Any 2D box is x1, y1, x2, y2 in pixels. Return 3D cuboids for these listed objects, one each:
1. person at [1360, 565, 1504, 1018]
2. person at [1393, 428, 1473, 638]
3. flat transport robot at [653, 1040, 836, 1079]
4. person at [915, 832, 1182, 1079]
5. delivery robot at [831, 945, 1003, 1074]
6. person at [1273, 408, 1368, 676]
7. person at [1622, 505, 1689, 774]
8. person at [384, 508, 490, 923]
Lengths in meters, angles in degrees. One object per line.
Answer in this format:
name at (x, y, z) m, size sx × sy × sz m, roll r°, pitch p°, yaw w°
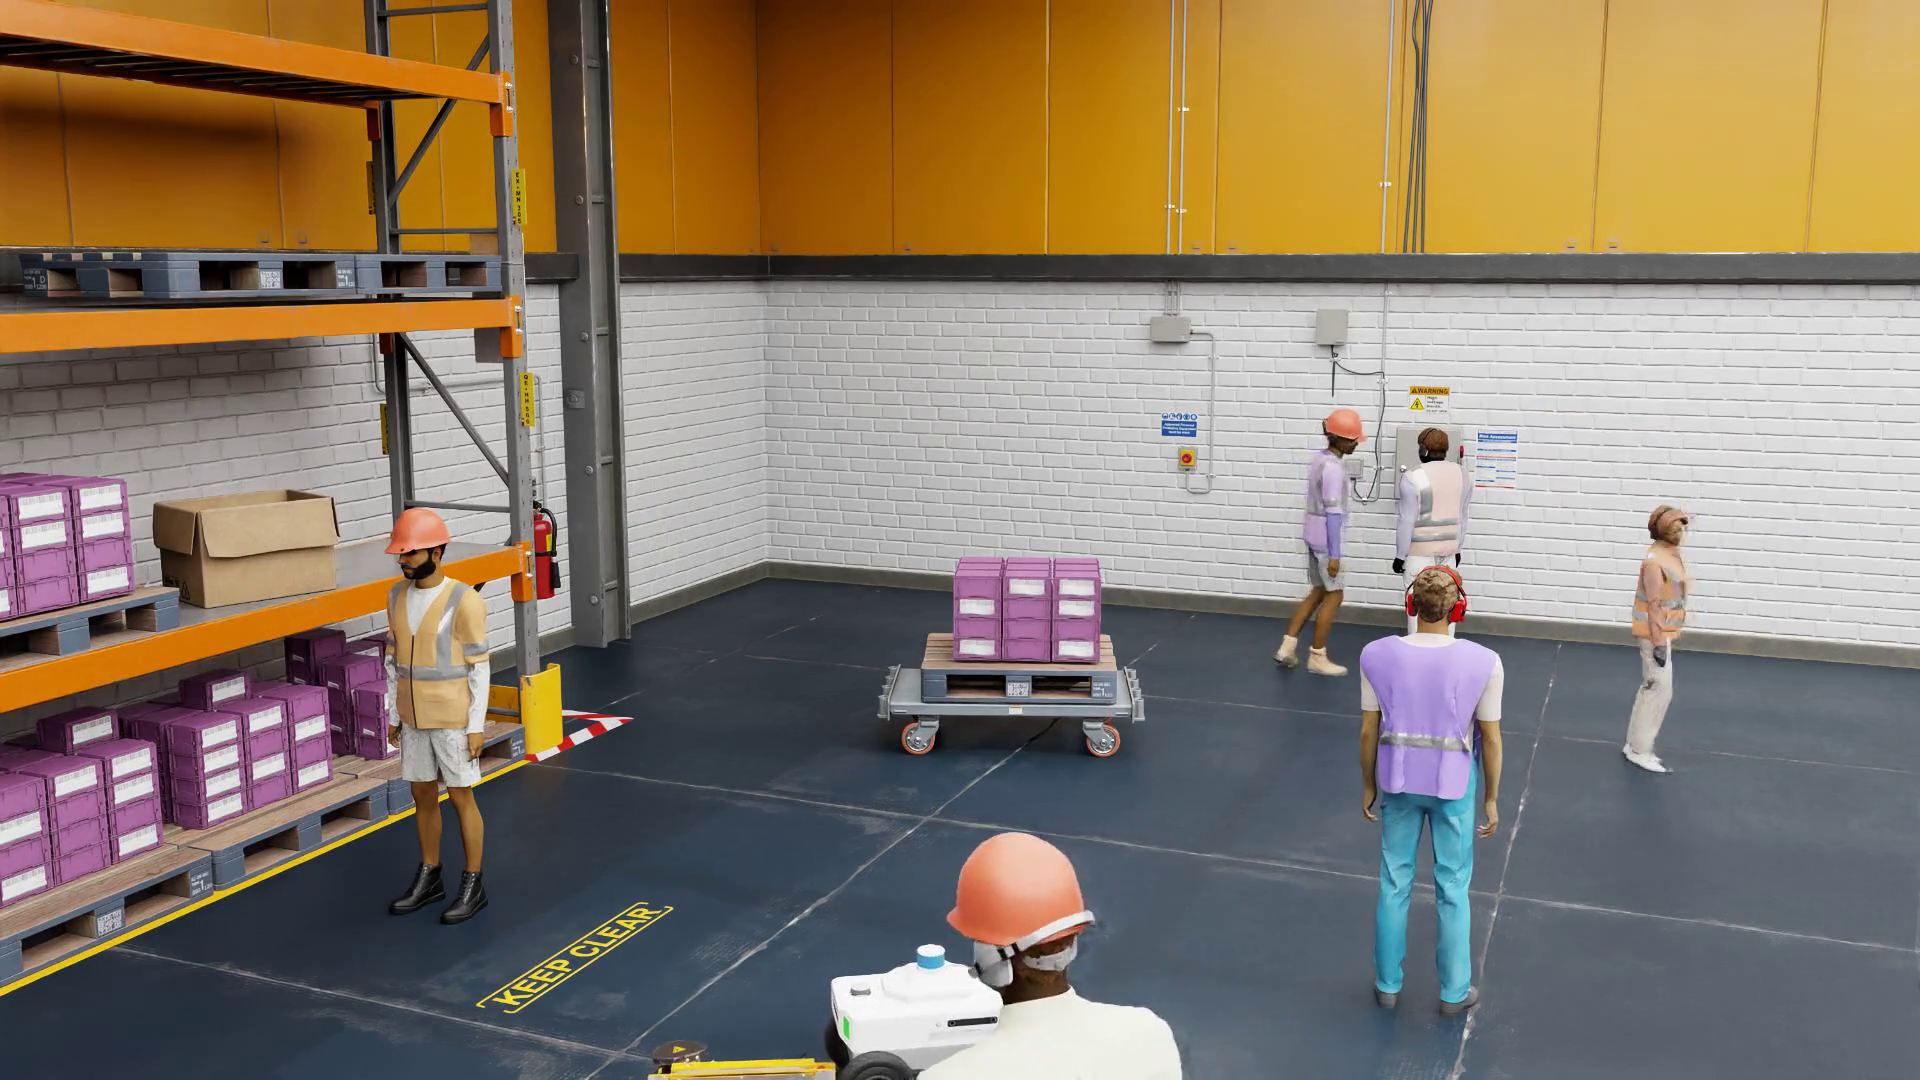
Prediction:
person at (1.884, 1.016, 6.713) m, size 0.567 × 1.847 × 0.389 m, roll 4°, pitch 10°, yaw 23°
person at (3.484, 0.082, 12.389) m, size 0.623 × 1.844 × 0.429 m, roll -4°, pitch 10°, yaw -24°
flat transport robot at (-0.730, 2.021, 5.384) m, size 0.652 × 0.197 × 1.431 m, roll -1°, pitch 9°, yaw -4°
person at (0.103, 1.524, 3.319) m, size 0.606 × 1.946 × 0.958 m, roll -7°, pitch 12°, yaw -38°
delivery robot at (-0.104, 1.721, 6.063) m, size 0.707 × 0.478 × 0.477 m, roll -2°, pitch 9°, yaw -10°
person at (2.660, 0.010, 12.358) m, size 0.646 × 2.002 × 0.638 m, roll 1°, pitch 9°, yaw 4°
person at (4.213, 0.590, 10.042) m, size 0.318 × 1.636 × 0.549 m, roll 5°, pitch 11°, yaw 29°
person at (-2.440, 0.810, 7.684) m, size 0.552 × 1.935 × 0.368 m, roll 4°, pitch 10°, yaw 23°
